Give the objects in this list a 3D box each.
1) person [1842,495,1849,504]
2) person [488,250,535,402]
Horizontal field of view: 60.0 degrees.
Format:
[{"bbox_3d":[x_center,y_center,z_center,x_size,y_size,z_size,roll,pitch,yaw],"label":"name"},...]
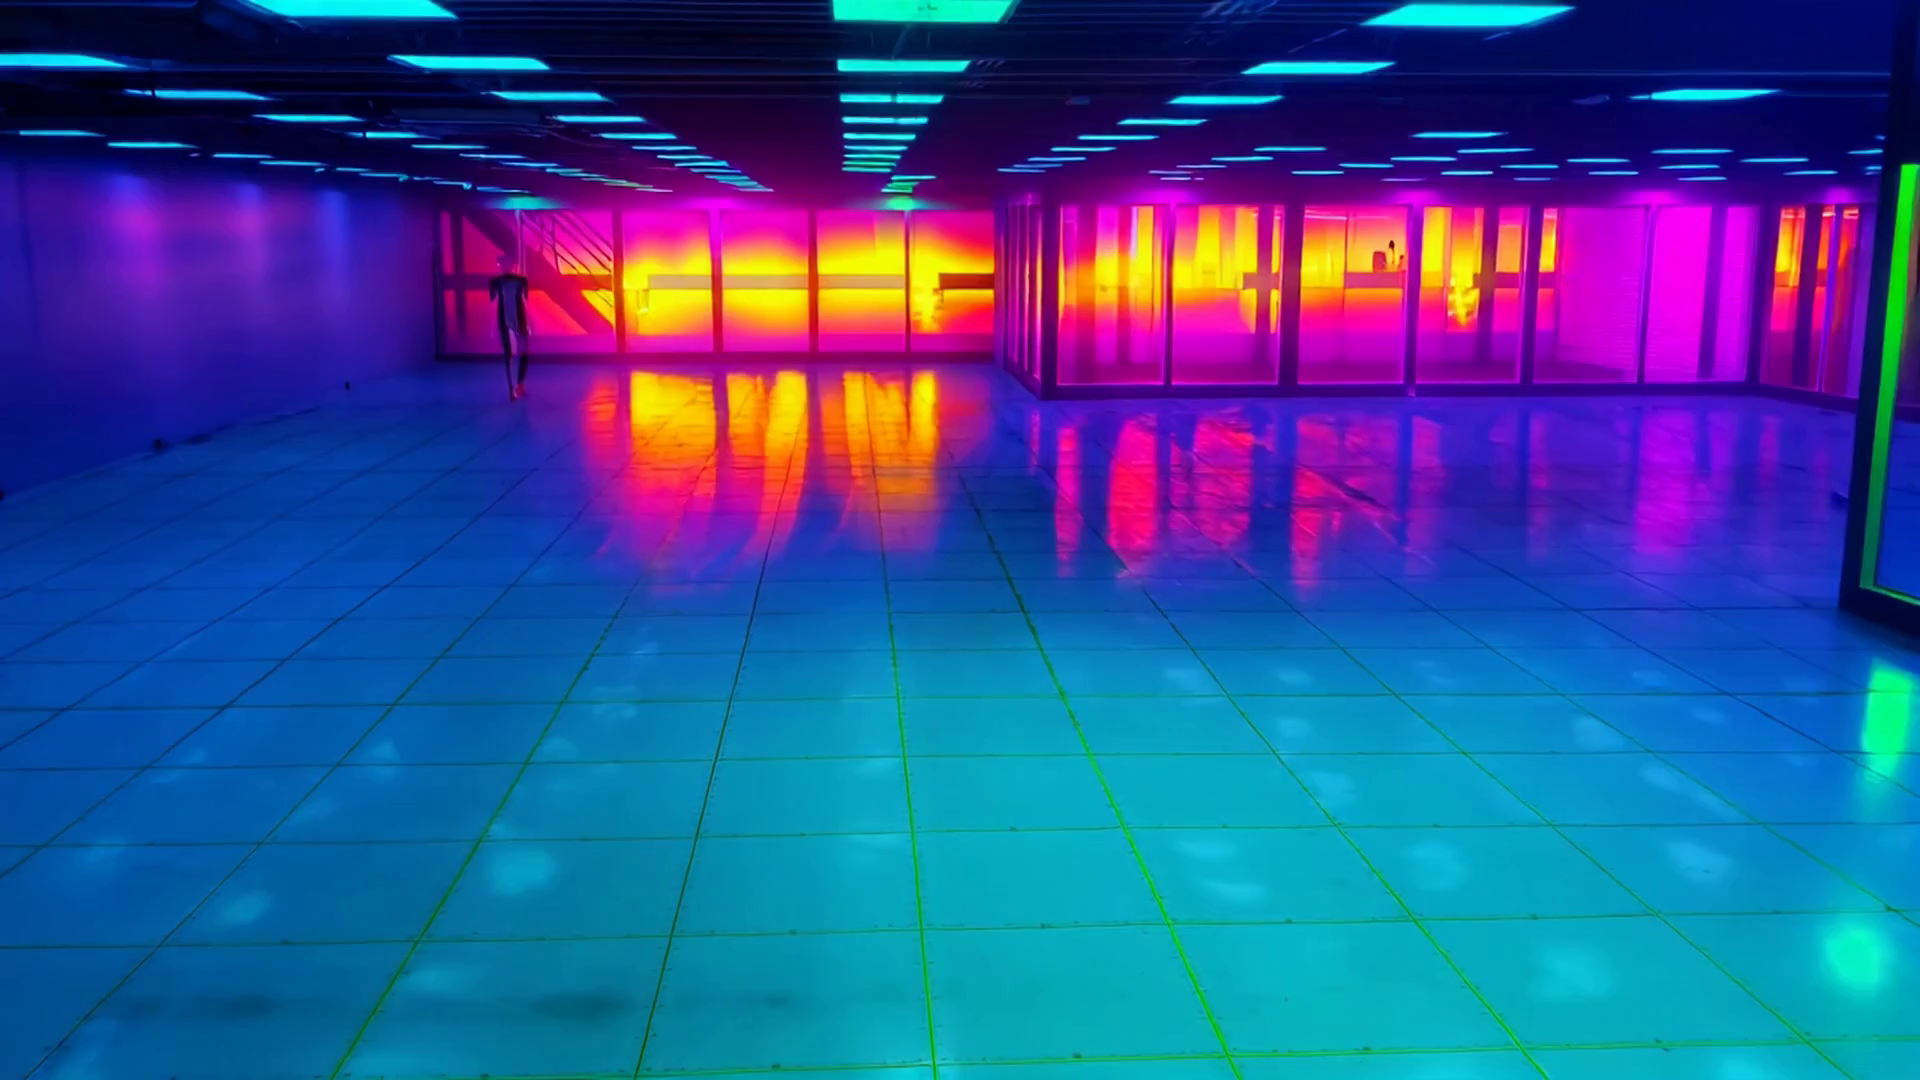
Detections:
[{"bbox_3d":[6.981,-1.063,12.085,0.944,1.846,0.717,2,11,11],"label":"person"},{"bbox_3d":[-5.528,-2.632,20.515,0.552,1.857,0.493,-2,11,-10],"label":"person"}]
